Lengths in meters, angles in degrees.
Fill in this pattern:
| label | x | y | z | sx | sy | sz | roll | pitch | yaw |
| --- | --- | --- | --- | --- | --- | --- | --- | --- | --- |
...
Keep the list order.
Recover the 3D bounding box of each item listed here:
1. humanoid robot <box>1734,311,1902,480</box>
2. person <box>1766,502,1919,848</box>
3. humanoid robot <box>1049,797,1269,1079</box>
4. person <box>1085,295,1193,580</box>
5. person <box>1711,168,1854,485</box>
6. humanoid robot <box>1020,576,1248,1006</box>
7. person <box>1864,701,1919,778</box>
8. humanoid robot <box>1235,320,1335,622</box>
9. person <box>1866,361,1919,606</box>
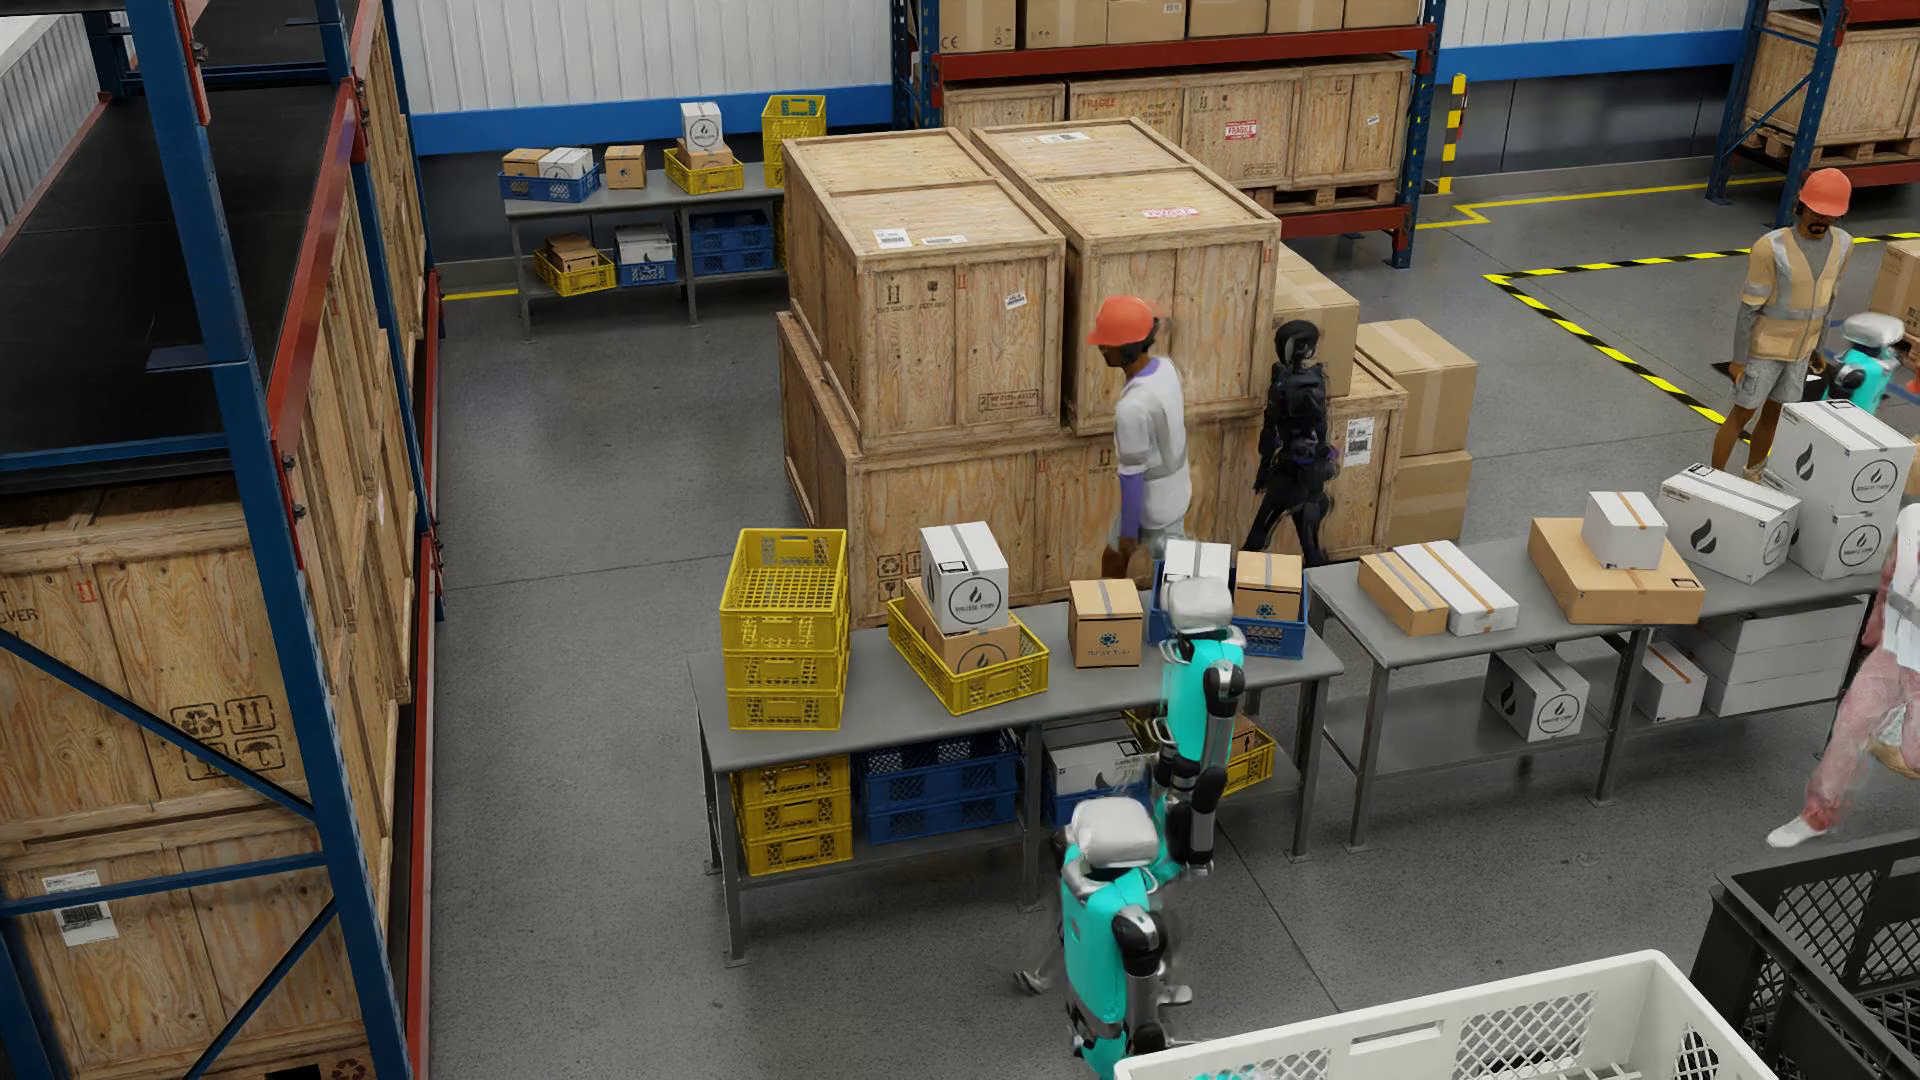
| label | x | y | z | sx | sy | sz | roll | pitch | yaw |
| --- | --- | --- | --- | --- | --- | --- | --- | --- | --- |
| humanoid robot | 4.021 | -0.323 | 8.210 | 0.536 | 1.806 | 0.757 | -24 | 37 | -37 |
| person | 3.885 | 0.469 | 6.614 | 0.855 | 1.881 | 0.635 | -7 | 30 | -12 |
| humanoid robot | 0.707 | 1.459 | 4.988 | 0.992 | 1.780 | 0.530 | -11 | 31 | -19 |
| person | 0.933 | -0.195 | 7.732 | 1.071 | 1.971 | 0.600 | 6 | 29 | 10 |
| person | 4.565 | -1.063 | 9.213 | 0.611 | 2.039 | 0.386 | -7 | 30 | -13 |
| humanoid robot | 0.559 | 1.003 | 5.876 | 0.794 | 1.879 | 0.557 | -3 | 29 | -5 |
| person | 4.360 | 0.185 | 7.162 | 0.622 | 1.837 | 0.429 | -10 | 30 | -17 |
| humanoid robot | 1.616 | -0.299 | 8.232 | 0.724 | 1.628 | 0.612 | -9 | 30 | -16 |
| person | 4.245 | 0.032 | 7.365 | 0.605 | 1.897 | 0.416 | -10 | 30 | -18 |
